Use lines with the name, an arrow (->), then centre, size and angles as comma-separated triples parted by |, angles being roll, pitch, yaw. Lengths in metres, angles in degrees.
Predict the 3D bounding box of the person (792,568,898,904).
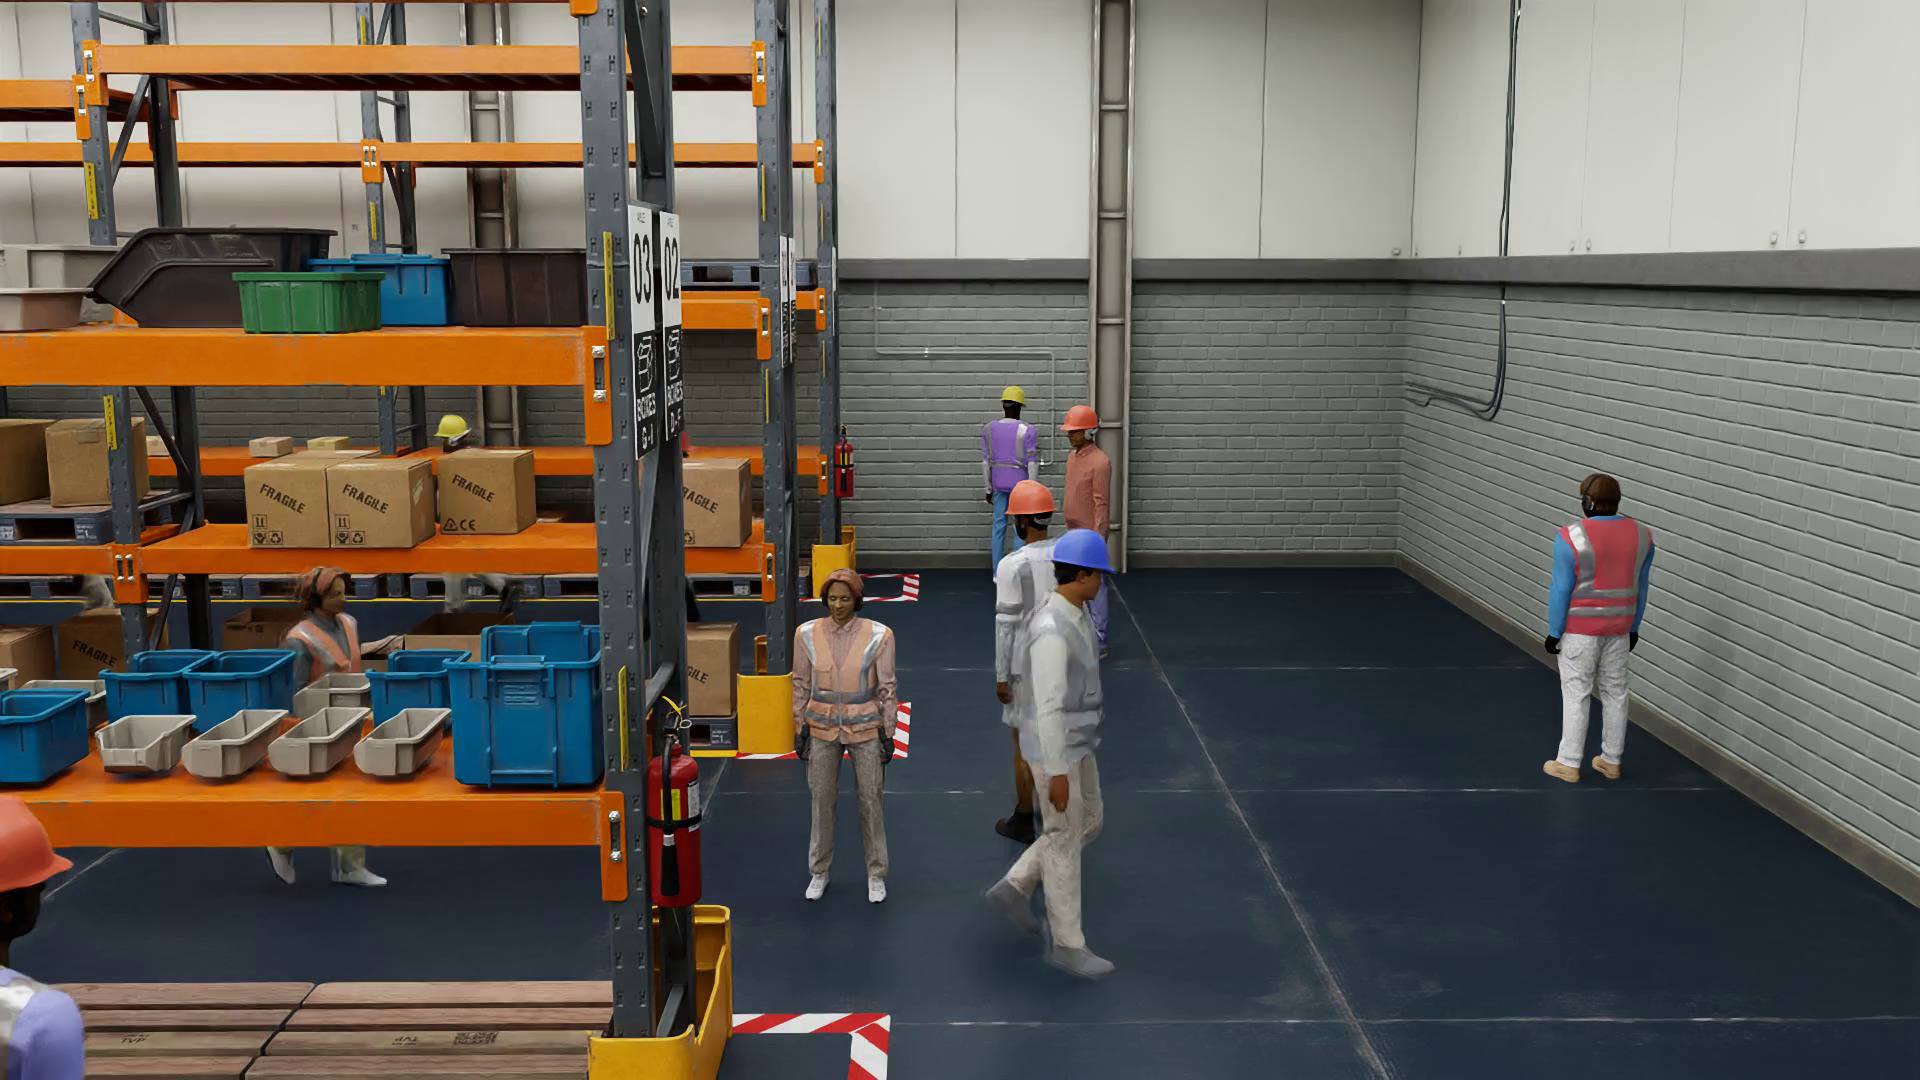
person -> -0.547, 0.934, 7.962 | 0.514, 1.630, 0.318 | 1, 9, 7

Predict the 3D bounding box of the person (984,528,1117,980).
person -> 0.421, 0.902, 7.241 | 0.544, 1.923, 0.671 | 3, 10, 16

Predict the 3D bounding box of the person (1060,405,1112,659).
person -> 0.962, -0.060, 12.968 | 0.407, 1.987, 0.614 | -4, 10, -22

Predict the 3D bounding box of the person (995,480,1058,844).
person -> 0.396, 0.642, 8.842 | 0.547, 1.929, 0.387 | -6, 11, -32

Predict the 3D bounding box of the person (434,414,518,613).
person -> -4.179, -0.168, 14.132 | 0.671, 1.811, 0.597 | 1, 9, 5

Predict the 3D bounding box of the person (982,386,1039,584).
person -> 0.496, -0.514, 15.949 | 0.584, 1.918, 0.376 | 5, 11, 28

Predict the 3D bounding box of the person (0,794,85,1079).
person -> -2.037, 1.494, 3.577 | 0.549, 1.936, 0.377 | 3, 10, 17

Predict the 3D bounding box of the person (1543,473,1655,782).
person -> 3.749, 0.519, 9.852 | 0.627, 1.844, 0.429 | -2, 9, -12

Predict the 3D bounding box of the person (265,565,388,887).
person -> -3.091, 0.919, 8.073 | 0.459, 1.627, 0.520 | 2, 9, 10
